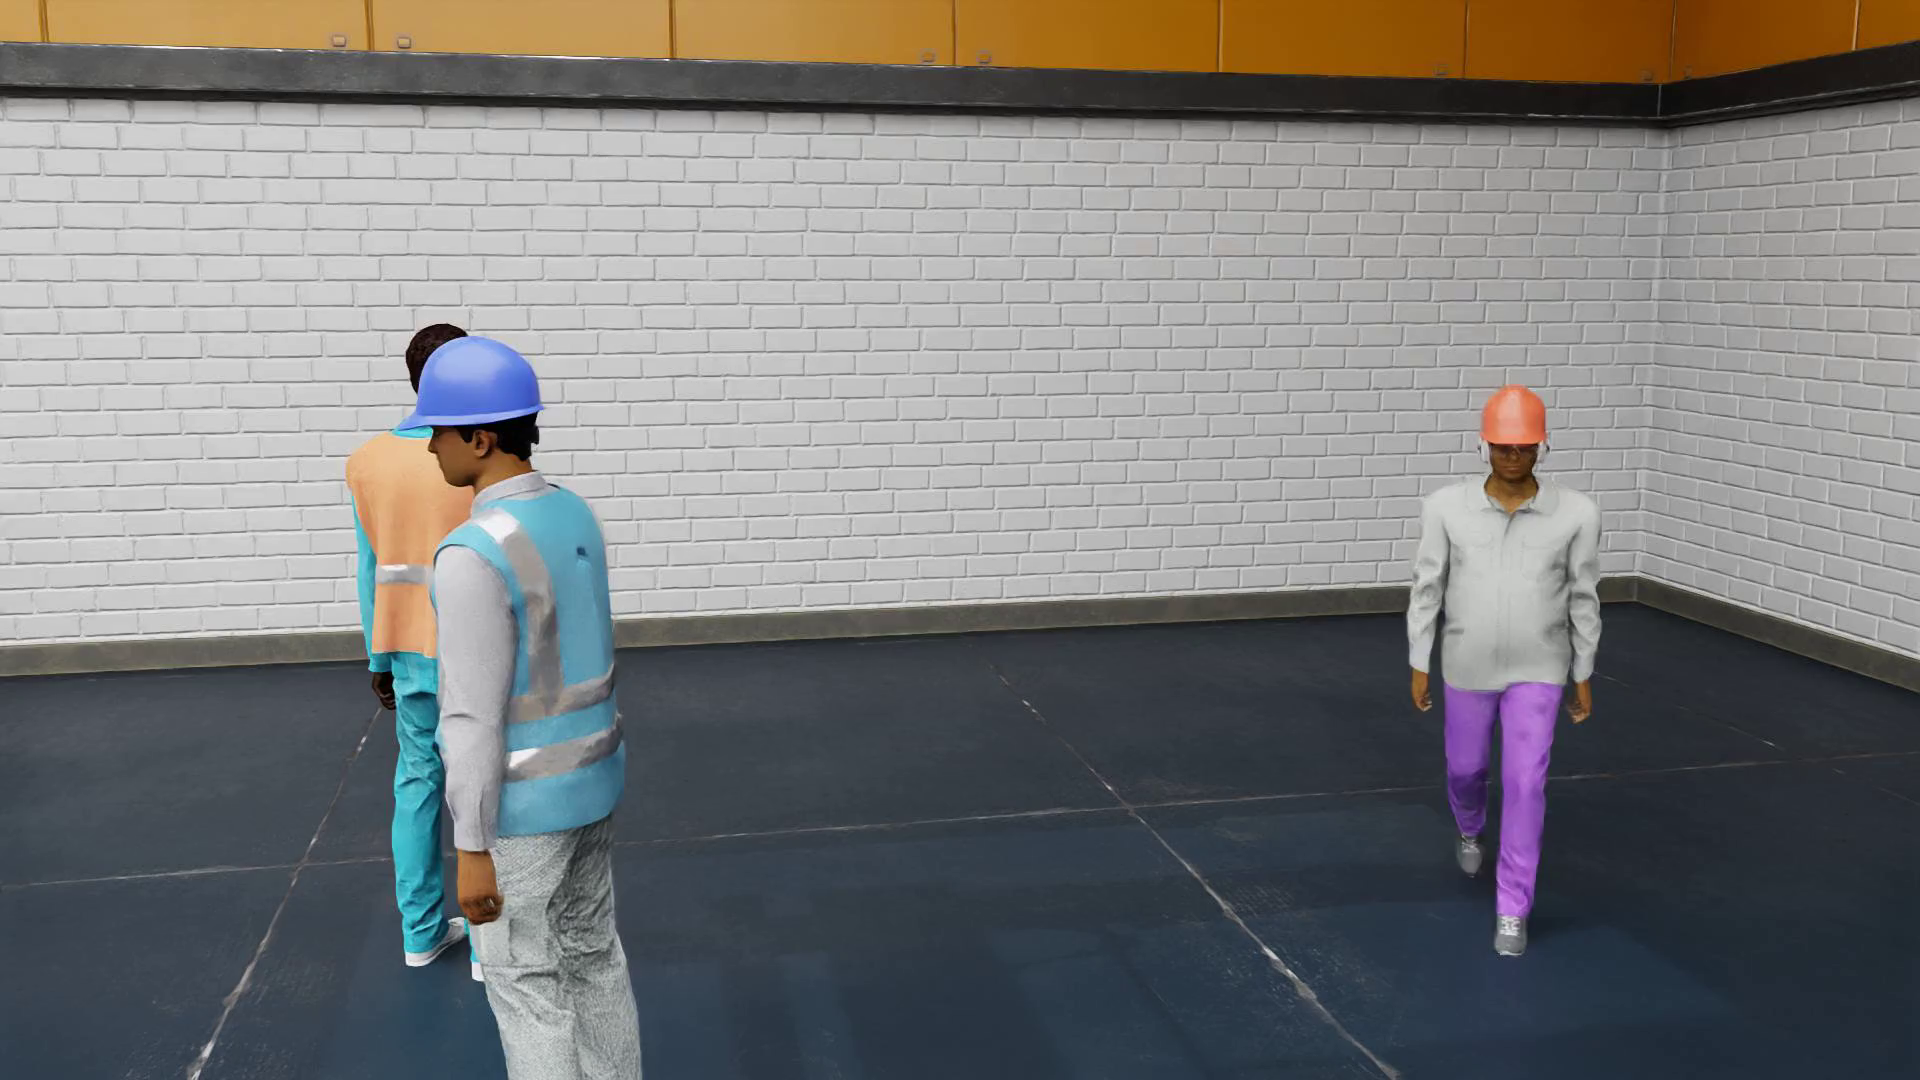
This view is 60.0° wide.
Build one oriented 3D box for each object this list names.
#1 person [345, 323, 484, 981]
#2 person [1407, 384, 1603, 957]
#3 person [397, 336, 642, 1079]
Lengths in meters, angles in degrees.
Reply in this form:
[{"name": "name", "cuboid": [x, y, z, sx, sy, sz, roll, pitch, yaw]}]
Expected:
[{"name": "person", "cuboid": [-1.494, 0.333, 4.850, 0.590, 1.911, 0.401, 3, 10, 20]}, {"name": "person", "cuboid": [1.723, 0.356, 5.288, 0.574, 1.726, 0.784, 3, 10, 20]}, {"name": "person", "cuboid": [-0.936, 0.539, 3.543, 0.431, 1.935, 0.618, 2, 10, 12]}]
